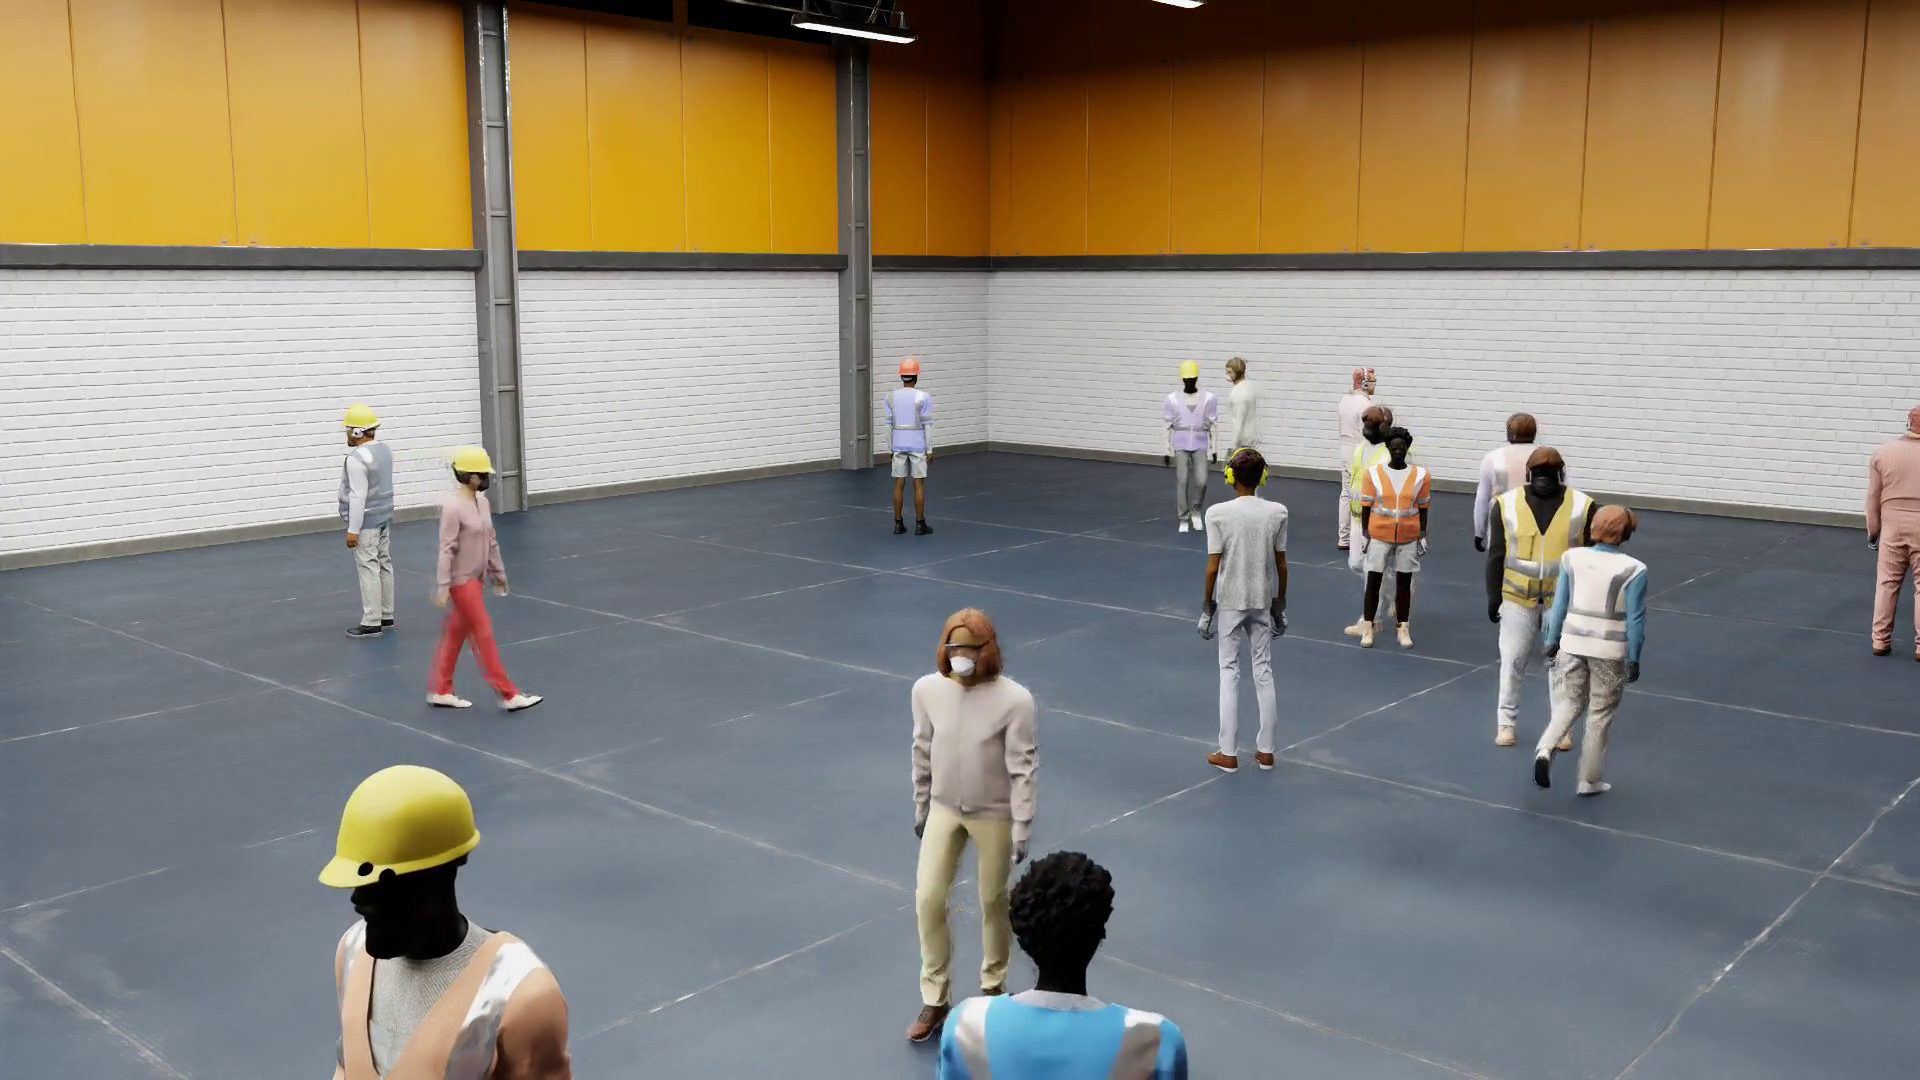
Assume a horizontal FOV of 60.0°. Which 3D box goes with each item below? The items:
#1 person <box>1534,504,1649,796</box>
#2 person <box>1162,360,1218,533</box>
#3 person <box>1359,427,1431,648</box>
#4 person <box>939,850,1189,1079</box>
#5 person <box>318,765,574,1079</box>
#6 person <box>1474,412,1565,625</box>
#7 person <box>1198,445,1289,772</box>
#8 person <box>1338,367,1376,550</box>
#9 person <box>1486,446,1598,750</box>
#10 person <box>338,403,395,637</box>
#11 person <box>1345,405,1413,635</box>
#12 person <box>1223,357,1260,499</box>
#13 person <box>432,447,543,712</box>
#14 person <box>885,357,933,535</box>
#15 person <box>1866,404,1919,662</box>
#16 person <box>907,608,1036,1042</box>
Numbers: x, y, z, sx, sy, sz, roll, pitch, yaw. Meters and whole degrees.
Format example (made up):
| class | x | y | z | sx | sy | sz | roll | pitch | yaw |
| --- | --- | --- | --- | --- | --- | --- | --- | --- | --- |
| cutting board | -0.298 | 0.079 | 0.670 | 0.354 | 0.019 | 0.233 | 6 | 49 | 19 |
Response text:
| class | x | y | z | sx | sy | sz | roll | pitch | yaw |
| --- | --- | --- | --- | --- | --- | --- | --- | --- | --- |
| person | 3.383 | 0.612 | 8.947 | 0.491 | 1.622 | 0.526 | -7 | 11 | -37 |
| person | 2.526 | -1.020 | 18.276 | 0.607 | 1.907 | 0.439 | 1 | 9 | 4 |
| person | 3.299 | -0.019 | 12.649 | 0.536 | 1.697 | 0.322 | 1 | 9 | 7 |
| person | 0.233 | 1.459 | 3.487 | 0.544 | 1.647 | 0.859 | 4 | 10 | 22 |
| person | -1.008 | 1.367 | 3.227 | 0.595 | 1.925 | 0.371 | 5 | 11 | 30 |
| person | 4.193 | -0.045 | 12.456 | 0.650 | 1.819 | 0.688 | 1 | 9 | 4 |
| person | 1.622 | 0.395 | 9.519 | 0.530 | 1.869 | 0.311 | -2 | 9 | -10 |
| person | 4.086 | -0.805 | 16.937 | 0.408 | 1.908 | 0.644 | -2 | 9 | -12 |
| person | 3.468 | 0.347 | 9.952 | 0.627 | 1.835 | 0.432 | 3 | 10 | 20 |
| person | -4.664 | -0.155 | 13.072 | 0.404 | 1.837 | 0.590 | 1 | 9 | 5 |
| person | 3.347 | -0.164 | 13.184 | 0.630 | 1.826 | 0.633 | -4 | 10 | -23 |
| person | 3.163 | -1.117 | 18.855 | 0.432 | 1.919 | 0.664 | 3 | 10 | 18 |
| person | -3.076 | 0.263 | 10.753 | 0.867 | 1.720 | 0.548 | 1 | 9 | 7 |
| person | -0.543 | -1.017 | 18.152 | 0.545 | 1.942 | 0.354 | 3 | 10 | 19 |
| person | 7.046 | -0.061 | 12.271 | 0.402 | 1.904 | 0.652 | -8 | 12 | -43 |
| person | 0.021 | 1.059 | 6.165 | 0.510 | 1.610 | 0.633 | 3 | 10 | 19 |
